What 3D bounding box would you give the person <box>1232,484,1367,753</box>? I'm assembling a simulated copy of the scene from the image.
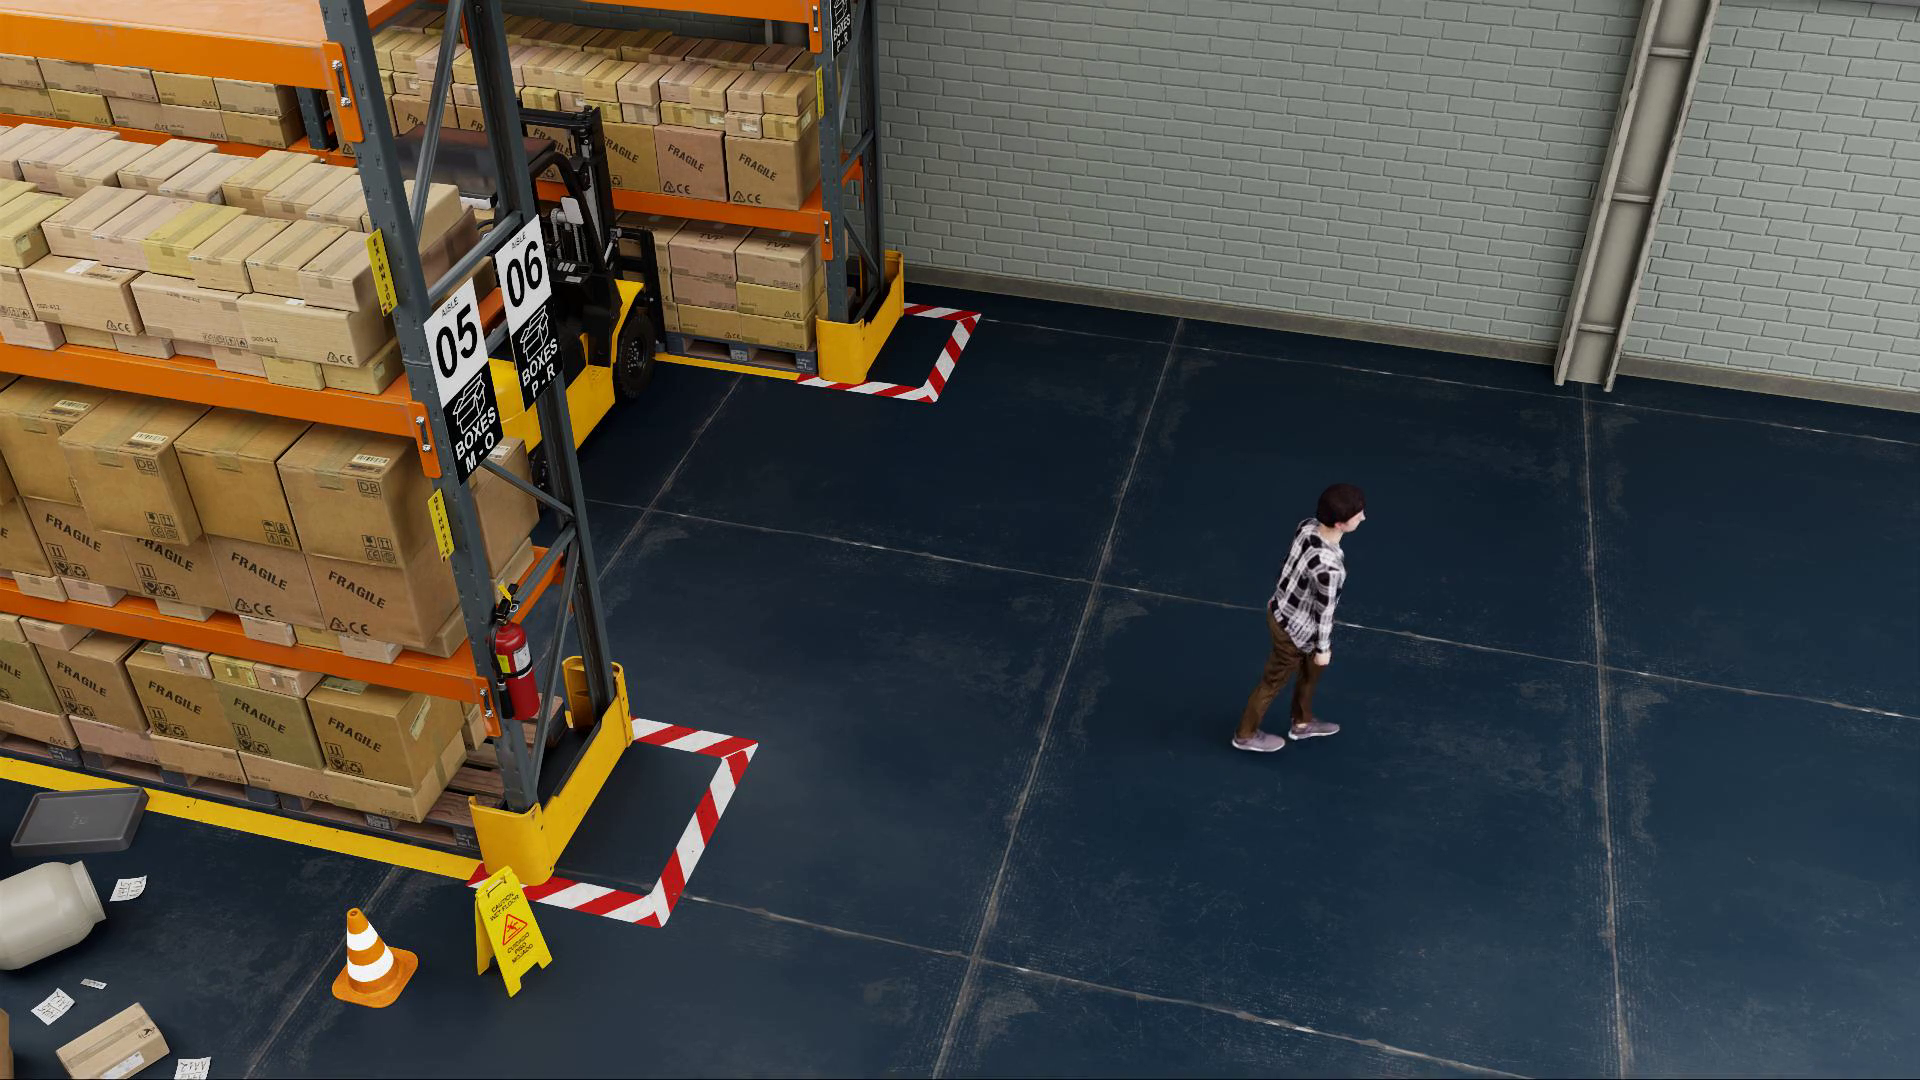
[{"bbox_3d":[1.676,0.447,8.630,0.896,1.774,0.743,-1,37,-1],"label":"person"}]
